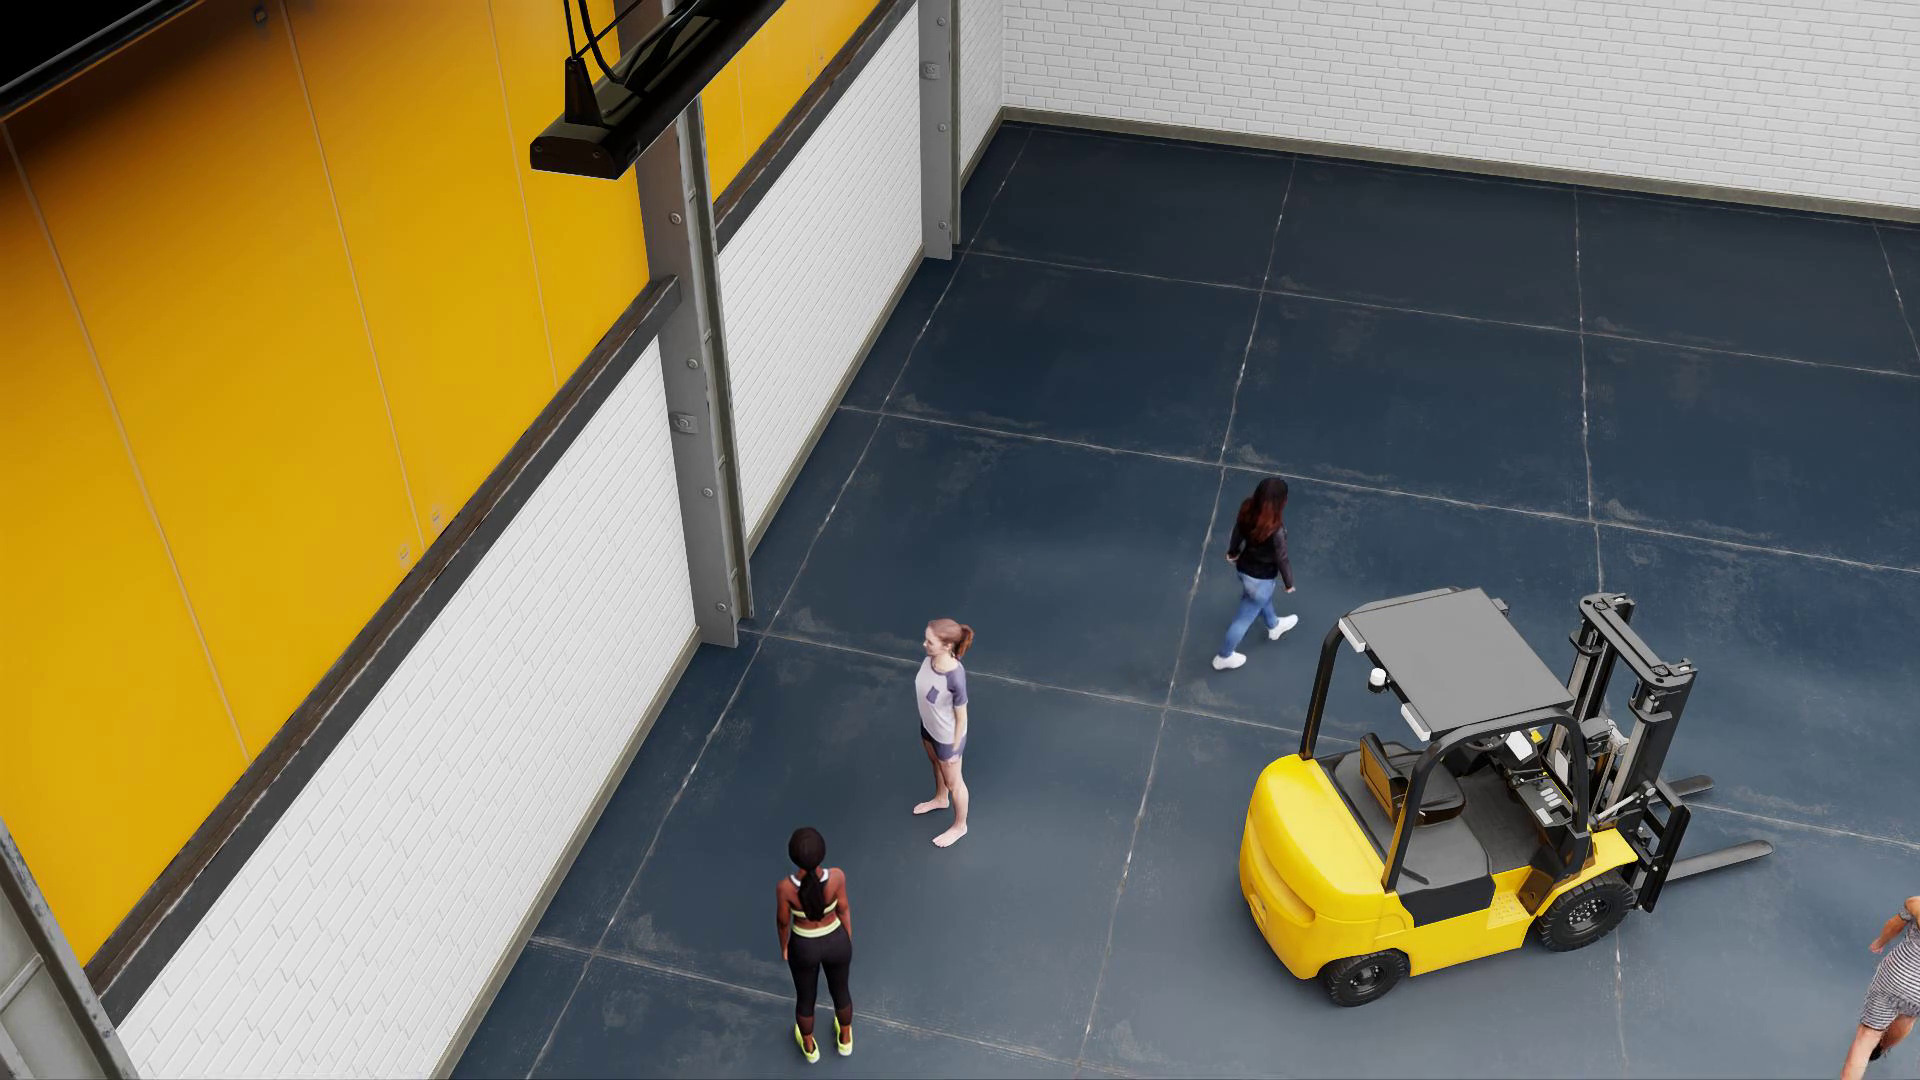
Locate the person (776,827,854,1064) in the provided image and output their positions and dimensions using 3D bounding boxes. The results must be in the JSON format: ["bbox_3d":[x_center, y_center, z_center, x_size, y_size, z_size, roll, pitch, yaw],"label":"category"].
[{"bbox_3d":[-0.764,2.218,9.040,0.621,1.752,0.632,-7,39,-8],"label":"person"}]

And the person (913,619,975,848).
[{"bbox_3d":[-0.099,1.169,10.341,0.736,1.767,0.667,-17,42,-20],"label":"person"}]

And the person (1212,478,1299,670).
[{"bbox_3d":[2.000,0.265,11.600,1.087,1.609,1.069,-16,41,-19],"label":"person"}]

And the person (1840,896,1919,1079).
[{"bbox_3d":[4.939,2.440,8.740,0.814,1.780,1.137,22,43,25],"label":"person"}]
